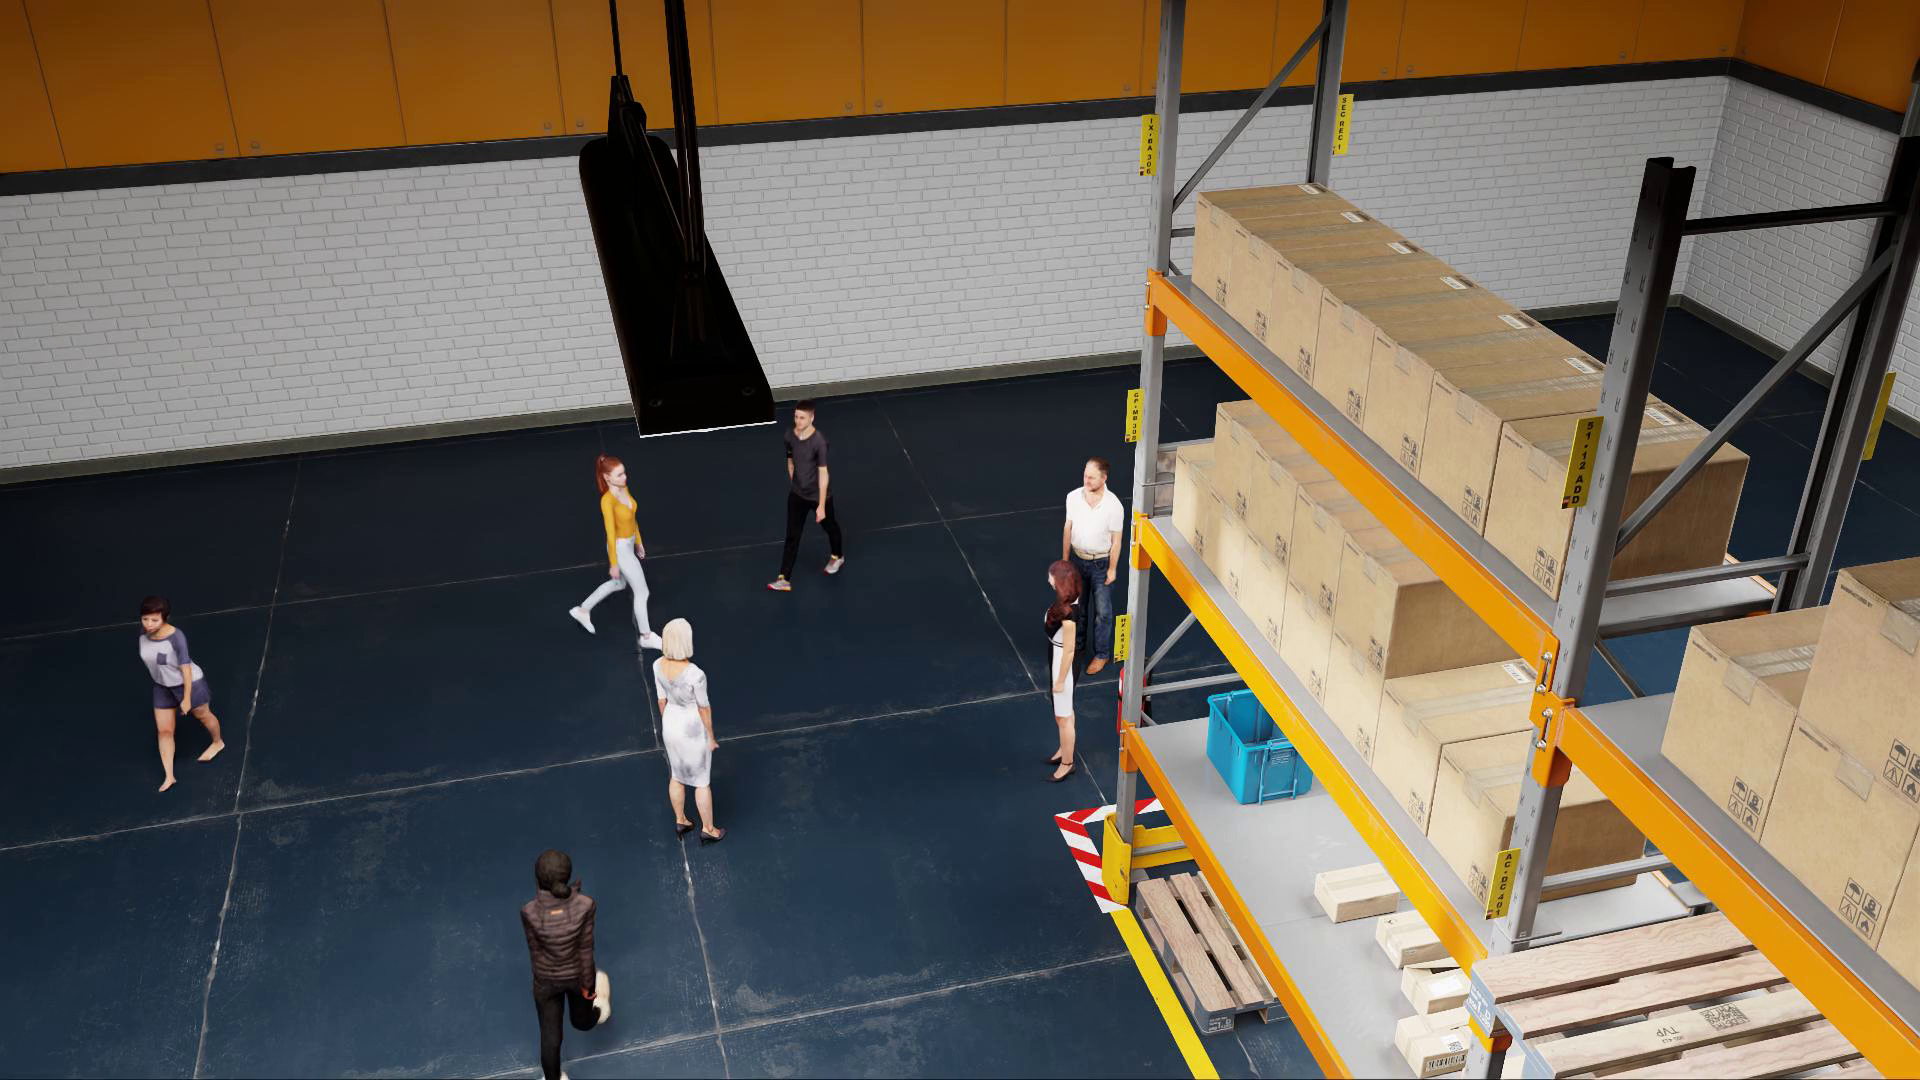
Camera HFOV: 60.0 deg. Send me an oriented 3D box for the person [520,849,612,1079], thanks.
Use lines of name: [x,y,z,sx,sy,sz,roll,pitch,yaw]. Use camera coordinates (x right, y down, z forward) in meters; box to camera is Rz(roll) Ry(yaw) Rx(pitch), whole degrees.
person: [-2.248,2.376,9.338,0.961,1.650,0.658,-7,29,-13]

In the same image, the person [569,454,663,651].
person: [-2.802,0.099,13.436,0.905,1.723,1.112,2,29,3]

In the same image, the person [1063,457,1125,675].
person: [1.059,0.165,13.177,0.727,1.856,0.812,20,34,31]

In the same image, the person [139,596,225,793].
person: [-5.614,1.011,11.979,0.844,1.518,1.020,10,30,18]

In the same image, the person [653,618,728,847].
person: [-1.842,1.299,11.208,0.646,1.751,0.696,14,32,24]

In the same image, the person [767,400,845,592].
person: [-1.230,-0.411,14.383,1.138,1.712,1.207,15,32,26]

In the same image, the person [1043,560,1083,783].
person: [0.739,0.926,11.844,0.701,1.796,0.540,2,29,4]
